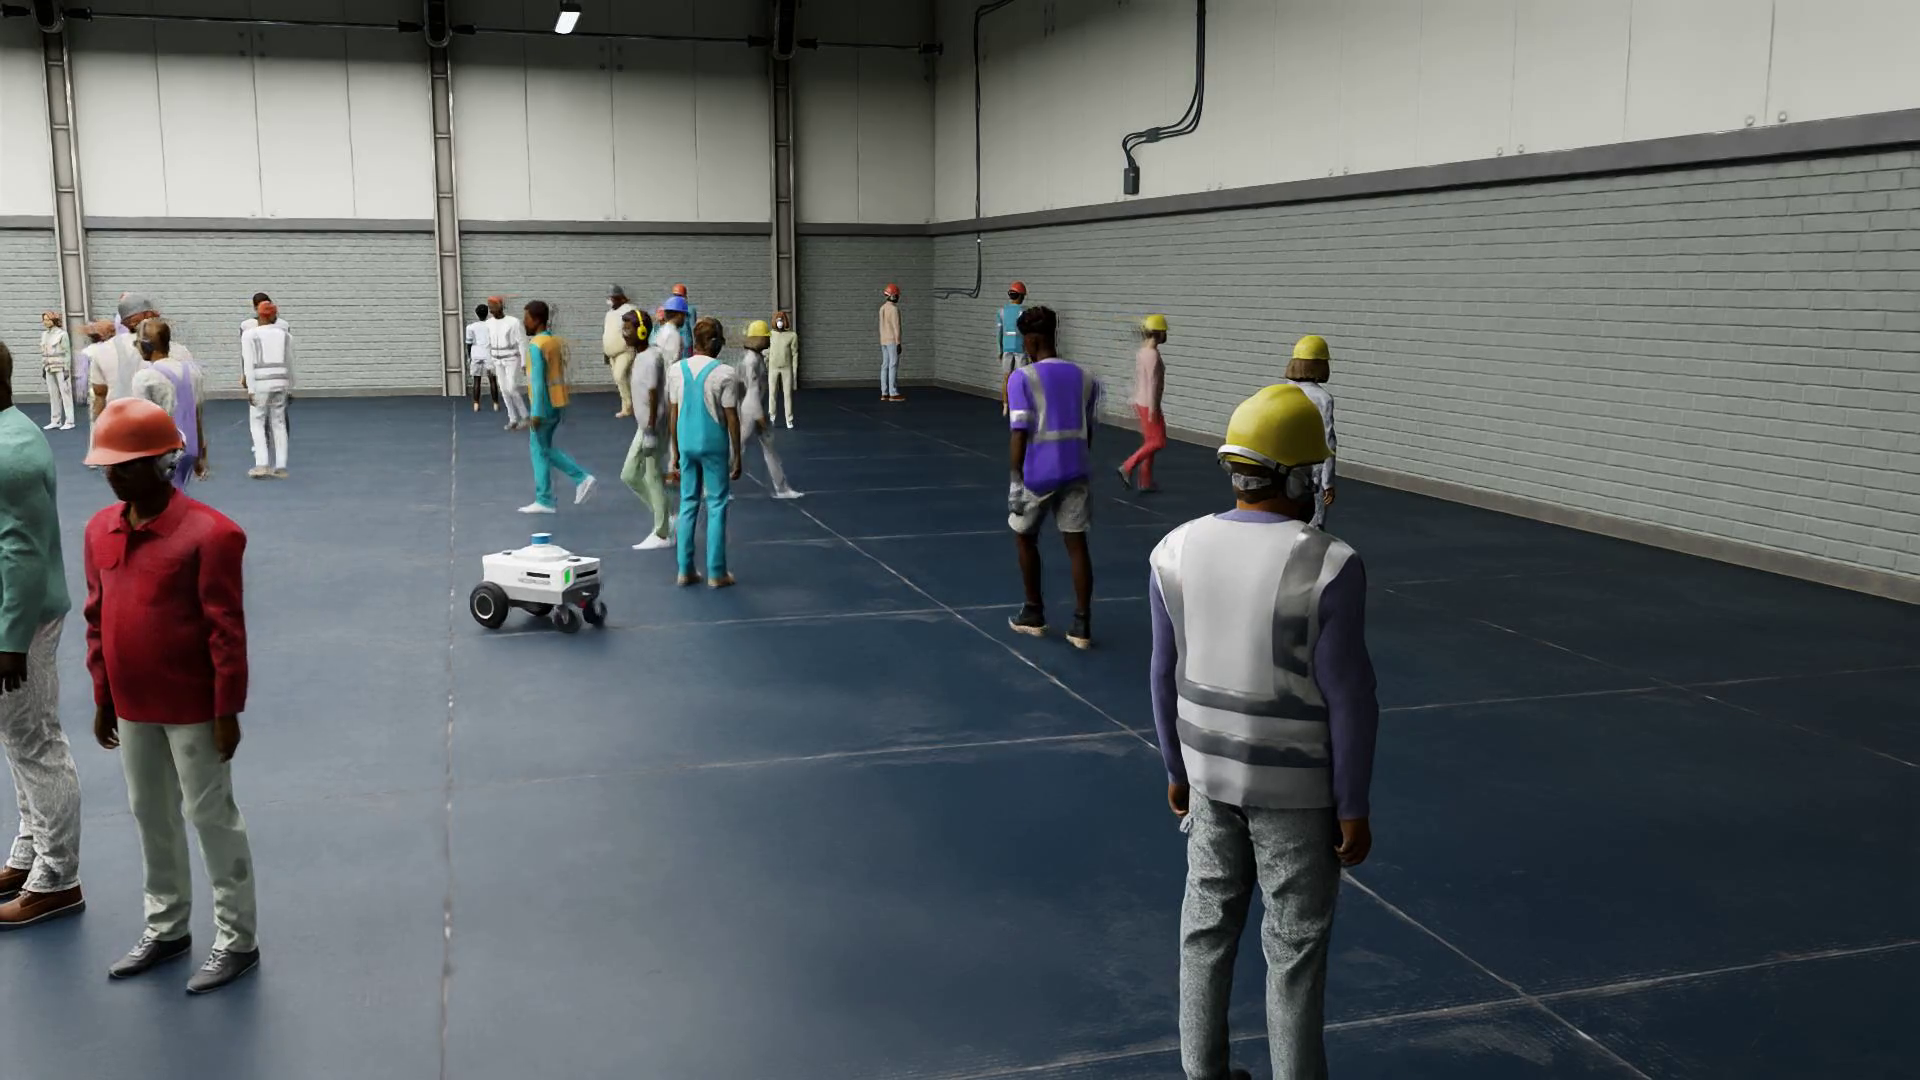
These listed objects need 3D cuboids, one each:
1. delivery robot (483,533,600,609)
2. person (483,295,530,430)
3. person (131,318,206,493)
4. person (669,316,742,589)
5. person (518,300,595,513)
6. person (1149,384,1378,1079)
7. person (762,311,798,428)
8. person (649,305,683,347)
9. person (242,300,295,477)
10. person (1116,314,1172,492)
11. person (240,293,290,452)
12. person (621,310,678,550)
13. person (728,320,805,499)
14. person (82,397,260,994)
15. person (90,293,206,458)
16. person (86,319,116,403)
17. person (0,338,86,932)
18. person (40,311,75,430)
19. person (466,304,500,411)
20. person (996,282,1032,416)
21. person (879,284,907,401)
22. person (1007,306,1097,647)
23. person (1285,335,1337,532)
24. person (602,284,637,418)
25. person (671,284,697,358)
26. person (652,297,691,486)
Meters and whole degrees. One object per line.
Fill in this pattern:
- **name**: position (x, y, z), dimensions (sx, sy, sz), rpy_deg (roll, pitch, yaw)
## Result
- **delivery robot**: position (-2.497, 0.203, 9.937), dimensions (0.707, 0.478, 0.477), rpy_deg (5, 10, 28)
- **person**: position (-6.223, -2.419, 22.798), dimensions (0.604, 1.859, 0.496), rpy_deg (4, 10, 25)
- **person**: position (-5.264, -0.520, 10.807), dimensions (0.712, 1.823, 0.527), rpy_deg (2, 9, 14)
- **person**: position (-1.707, -0.581, 11.192), dimensions (0.522, 1.834, 0.354), rpy_deg (3, 9, 18)
- **person**: position (-3.636, -1.182, 14.809), dimensions (0.561, 1.905, 0.598), rpy_deg (0, 9, -1)
- **person**: position (0.731, 0.550, 3.954), dimensions (0.589, 1.834, 0.403), rpy_deg (8, 12, 43)
- **person**: position (-2.506, -2.372, 23.222), dimensions (0.500, 1.636, 0.284), rpy_deg (-1, 9, -3)
- **person**: position (-4.358, -2.626, 24.652), dimensions (0.562, 1.707, 0.914), rpy_deg (6, 11, 35)
- **person**: position (-7.250, -1.589, 17.522), dimensions (0.481, 1.855, 0.599), rpy_deg (7, 12, 40)
- **person**: position (1.801, -1.303, 16.053), dimensions (0.471, 1.755, 0.528), rpy_deg (-1, 9, -5)
- **person**: position (-8.371, -2.022, 20.096), dimensions (0.379, 1.916, 0.596), rpy_deg (8, 12, 43)
- **person**: position (-2.399, -0.833, 12.758), dimensions (0.393, 1.851, 0.511), rpy_deg (-5, 10, -28)
- **person**: position (-1.963, -1.219, 15.666), dimensions (0.885, 1.702, 0.505), rpy_deg (1, 9, 3)
- **person**: position (-2.334, 0.453, 4.862), dimensions (0.569, 1.743, 0.355), rpy_deg (4, 10, 21)
- **person**: position (-5.771, -0.814, 12.002), dimensions (0.800, 2.000, 0.564), rpy_deg (1, 9, 6)
- **person**: position (-9.556, -1.667, 18.729), dimensions (0.307, 1.638, 0.511), rpy_deg (6, 11, 36)
- **person**: position (-3.076, 0.278, 5.368), dimensions (0.372, 1.937, 0.627), rpy_deg (-6, 11, -35)
- **person**: position (-12.499, -2.339, 23.008), dimensions (0.521, 1.640, 0.306), rpy_deg (4, 10, 23)
- **person**: position (-7.509, -2.872, 26.261), dimensions (0.536, 1.689, 0.321), rpy_deg (-1, 9, -9)
- **person**: position (0.858, -2.882, 25.190), dimensions (0.615, 2.040, 0.391), rpy_deg (5, 10, 29)
- **person**: position (-1.168, -3.382, 28.534), dimensions (0.382, 1.994, 0.612), rpy_deg (-5, 10, -30)
- **person**: position (0.479, -0.368, 9.527), dimensions (0.674, 1.913, 0.829), rpy_deg (-5, 10, -29)
- **person**: position (2.107, -0.372, 10.129), dimensions (0.318, 1.741, 0.493), rpy_deg (-6, 11, -34)
- **person**: position (-5.088, -2.832, 24.872), dimensions (0.561, 2.000, 0.719), rpy_deg (-8, 12, -43)
- **person**: position (-4.638, -3.243, 27.640), dimensions (0.610, 1.996, 0.379), rpy_deg (1, 9, 7)
- **person**: position (-2.914, -1.486, 16.732), dimensions (0.545, 1.902, 0.641), rpy_deg (-5, 10, -27)
